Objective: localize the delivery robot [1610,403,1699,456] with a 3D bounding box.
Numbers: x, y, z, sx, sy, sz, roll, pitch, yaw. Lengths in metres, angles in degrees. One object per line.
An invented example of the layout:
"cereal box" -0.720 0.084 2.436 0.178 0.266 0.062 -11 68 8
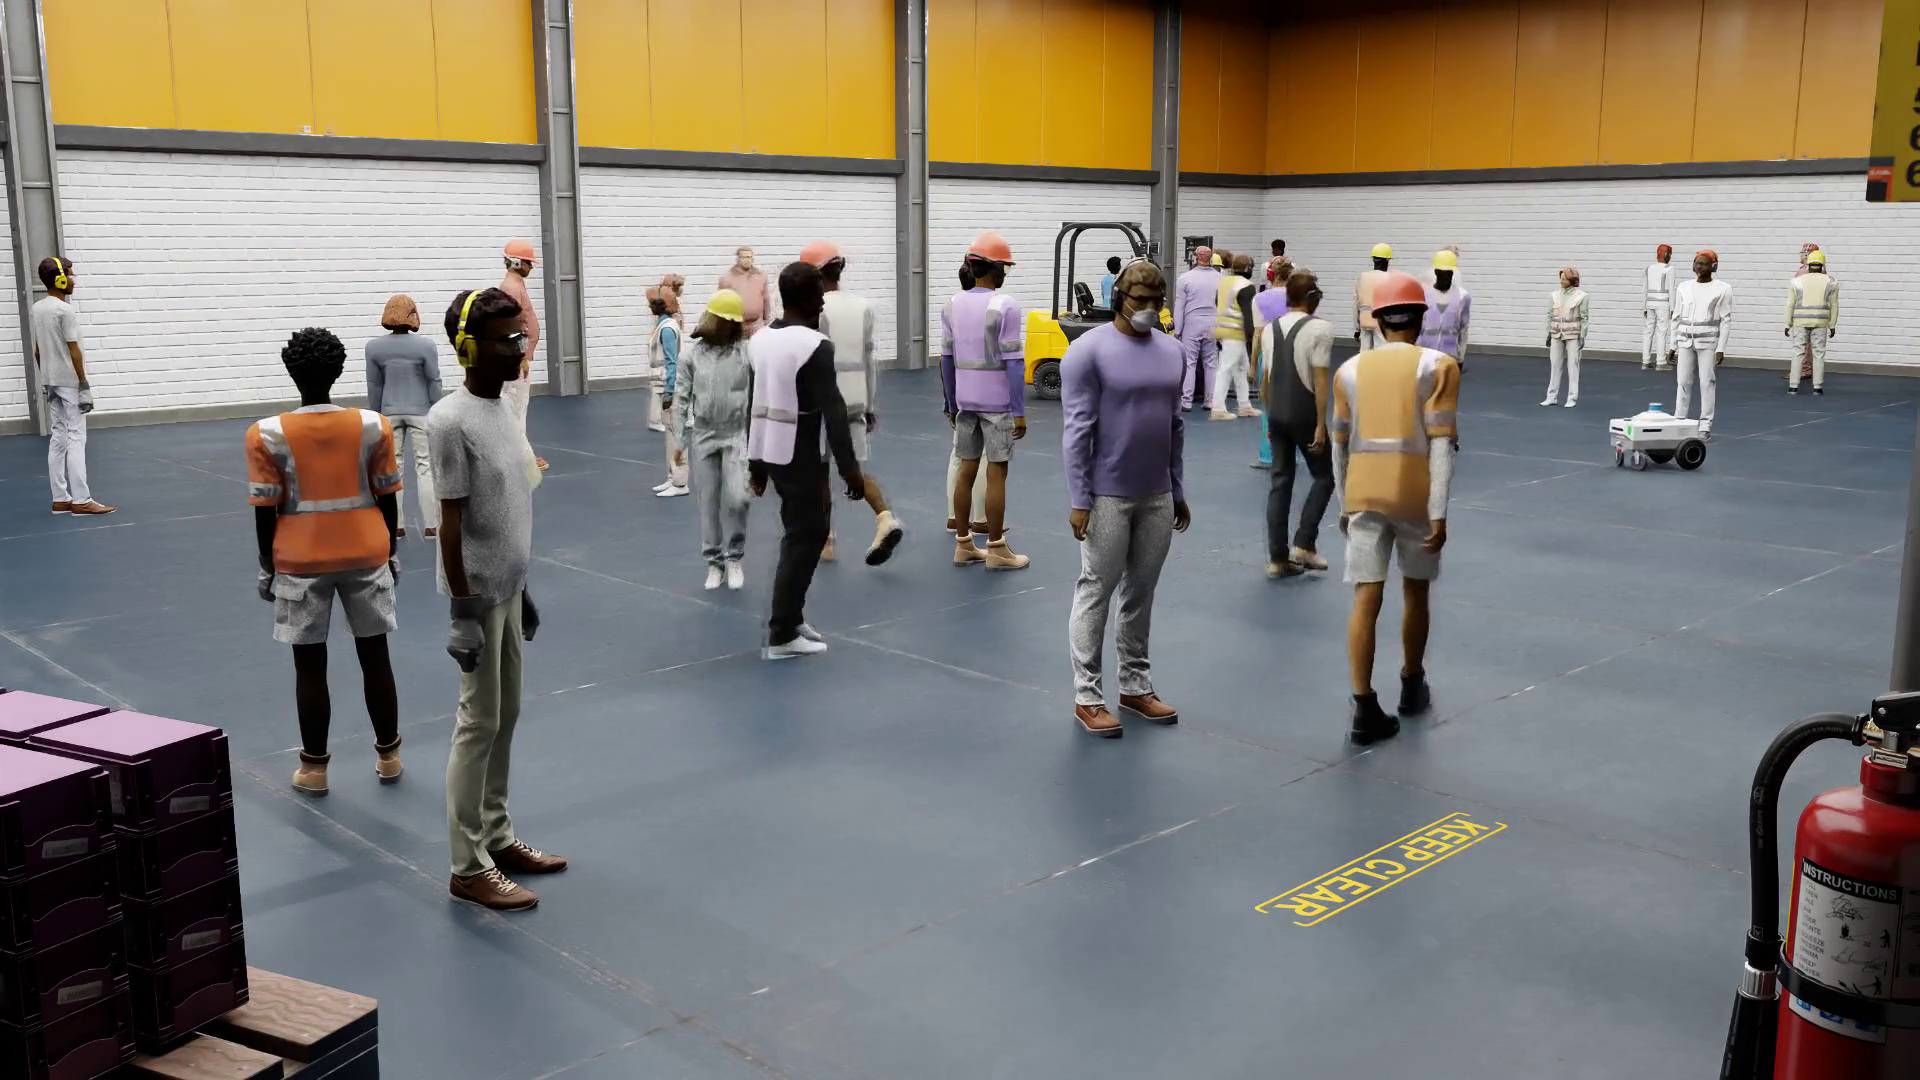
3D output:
"delivery robot" 6.051 -0.948 14.510 0.707 0.478 0.477 -2 11 -10

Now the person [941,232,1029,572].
"person" 0.172 -0.829 10.063 0.615 2.040 0.380 10 14 42

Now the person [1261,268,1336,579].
"person" 1.990 -0.679 9.829 0.485 1.823 0.525 -9 14 -42

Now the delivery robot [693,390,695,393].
"delivery robot" -2.648 -1.680 18.502 0.707 0.478 0.477 3 11 15

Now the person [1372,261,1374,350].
"person" 6.969 -3.900 27.639 0.530 1.736 0.797 -4 11 -22

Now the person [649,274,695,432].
"person" -2.936 -1.920 17.132 0.640 1.612 0.556 1 10 4

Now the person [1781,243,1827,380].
"person" 11.892 -3.214 23.436 0.641 1.908 0.407 -10 14 -42

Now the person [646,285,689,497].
"person" -2.267 -1.152 12.927 0.314 1.636 0.516 -2 11 -12

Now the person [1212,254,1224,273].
"person" 3.482 -3.078 23.081 0.318 1.766 0.533 -2 11 -13

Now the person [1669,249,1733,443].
"person" 7.248 -1.901 16.339 0.355 1.885 0.575 -9 14 -40

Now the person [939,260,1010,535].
"person" 0.094 -0.964 11.282 0.534 1.865 0.315 10 14 42

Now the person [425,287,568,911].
"person" -1.417 0.175 5.058 0.311 1.869 0.533 1 10 5

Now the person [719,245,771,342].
"person" -2.621 -2.643 20.358 0.688 1.888 0.538 -5 12 -25

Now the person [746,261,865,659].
"person" -0.741 -0.372 7.961 0.525 1.896 0.593 -7 12 -32

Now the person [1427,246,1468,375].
"person" 6.913 -3.189 23.411 0.946 1.861 0.680 -3 11 -18

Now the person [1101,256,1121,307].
"person" 2.377 -3.544 25.808 0.319 1.696 0.532 -5 12 -26

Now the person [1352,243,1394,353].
"person" 4.907 -2.518 19.585 0.383 1.924 0.594 -10 14 -42

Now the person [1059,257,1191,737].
"person" 0.689 -0.177 6.806 0.627 1.933 0.370 -7 13 -35

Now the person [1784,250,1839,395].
"person" 10.799 -2.750 21.112 0.603 1.828 0.404 5 11 23

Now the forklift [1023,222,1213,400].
"forklift" 1.935 -2.847 20.651 2.313 2.155 1.214 2 11 13

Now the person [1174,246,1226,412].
"person" 2.751 -2.417 19.119 0.655 1.902 0.403 -3 11 -13

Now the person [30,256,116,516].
"person" -6.461 -1.106 12.048 0.510 1.870 0.328 6 12 30

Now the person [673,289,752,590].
"person" -1.369 -0.555 9.444 0.534 1.714 0.494 -1 10 -3

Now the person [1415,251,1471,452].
"person" 4.448 -1.744 15.501 0.600 1.872 0.974 1 10 6

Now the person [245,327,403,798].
"person" -2.279 0.084 6.022 0.529 1.697 0.321 -6 12 -31

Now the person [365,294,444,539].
"person" -3.681 -0.812 11.082 0.498 1.634 0.279 0 10 0

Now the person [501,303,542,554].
"person" -2.833 -0.688 10.439 0.358 1.610 0.533 -6 12 -29

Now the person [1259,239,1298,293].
"person" 5.036 -3.780 26.380 0.610 1.956 0.386 4 11 20

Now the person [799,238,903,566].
"person" -0.690 -0.813 10.061 0.631 2.014 0.829 -9 14 -40

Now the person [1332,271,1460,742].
"person" 1.780 -0.153 6.850 0.557 1.864 0.914 6 12 31

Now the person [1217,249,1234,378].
"person" 3.664 -3.190 23.566 0.497 1.824 0.625 -2 11 -12

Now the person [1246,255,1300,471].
"person" 2.754 -1.517 14.340 0.564 1.847 0.388 -4 11 -19

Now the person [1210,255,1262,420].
"person" 3.102 -2.219 18.285 0.769 1.800 0.642 -2 11 -12

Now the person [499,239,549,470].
"person" -3.807 -1.599 14.399 0.384 1.991 0.609 -4 11 -18

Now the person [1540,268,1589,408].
"person" 7.153 -2.378 19.619 0.314 1.636 0.515 -8 13 -39

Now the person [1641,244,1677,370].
"person" 10.517 -3.493 25.011 0.355 1.887 0.573 -5 12 -27
